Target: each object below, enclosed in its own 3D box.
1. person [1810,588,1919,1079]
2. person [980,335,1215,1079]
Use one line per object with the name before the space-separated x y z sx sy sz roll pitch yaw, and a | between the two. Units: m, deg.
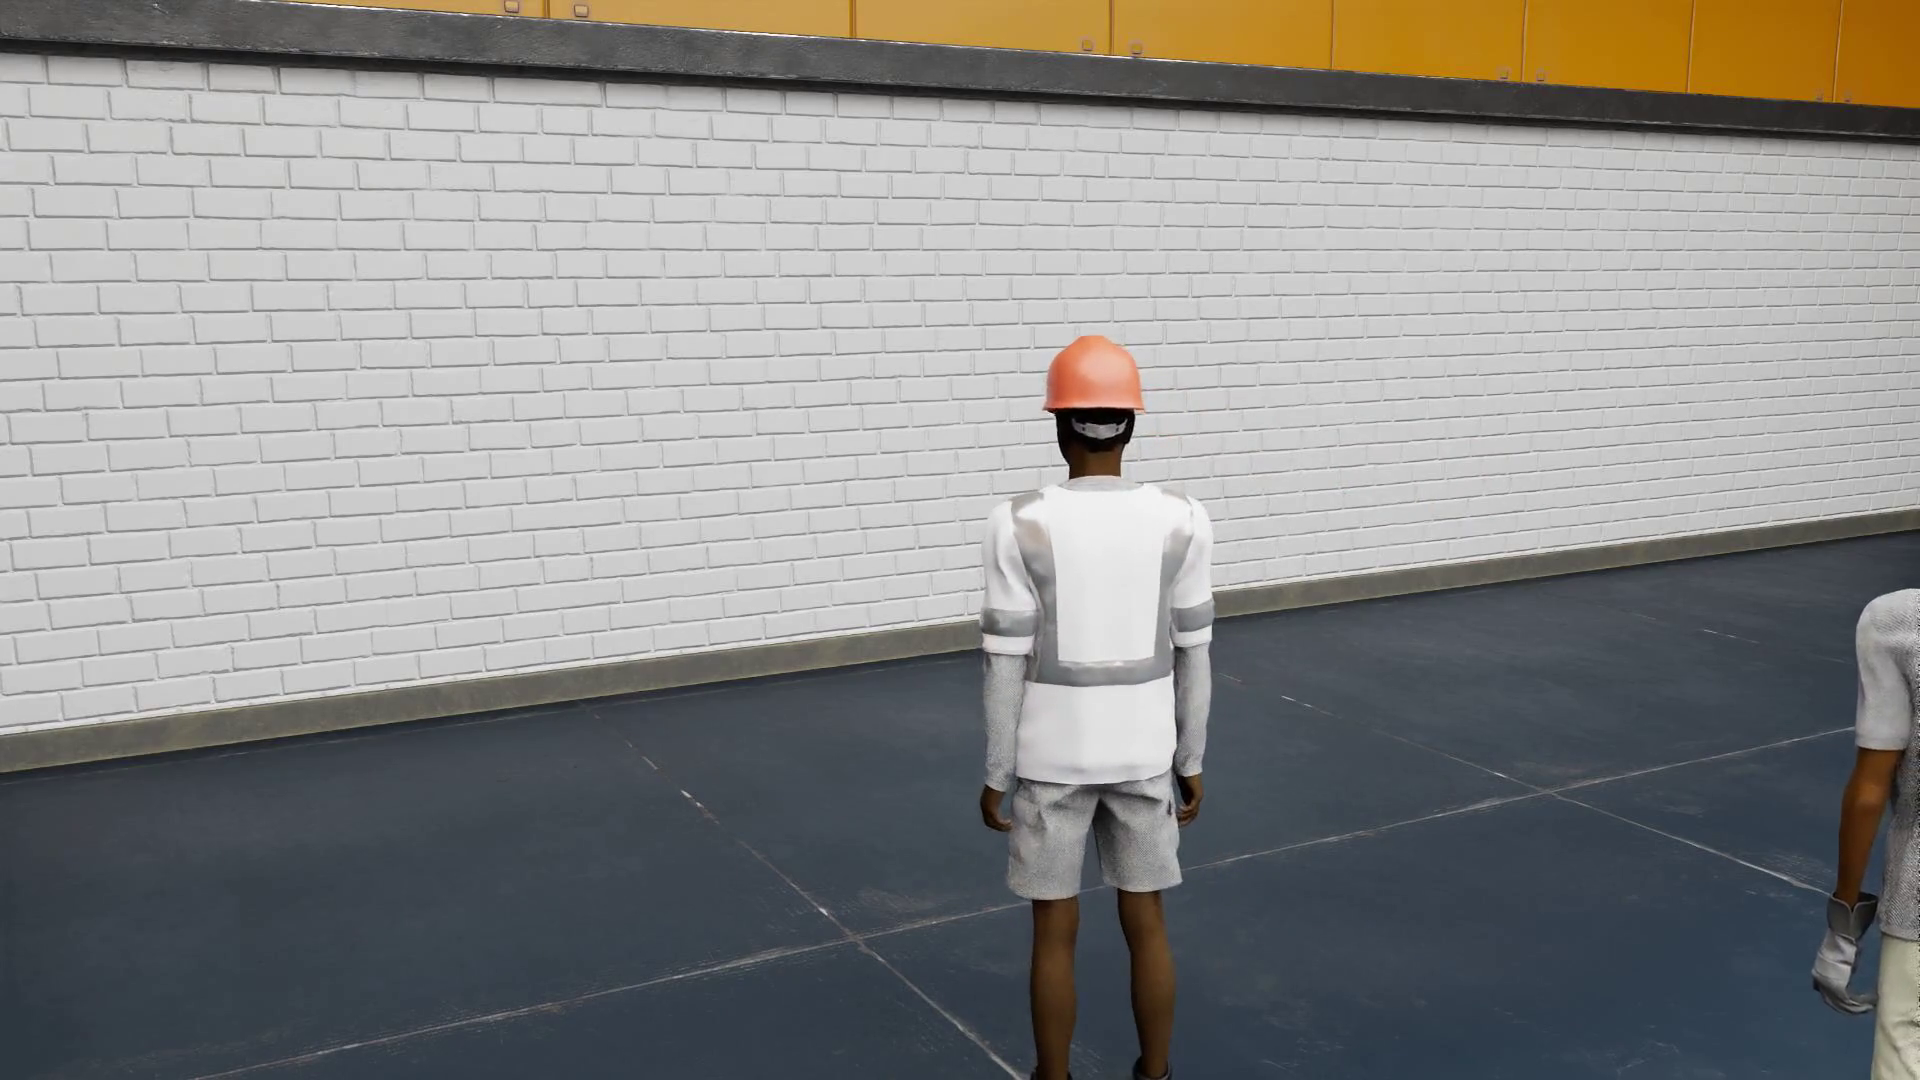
person | 1.798 0.703 2.943 0.515 1.861 0.359 2 10 12
person | 0.308 0.492 3.917 0.551 1.932 0.378 -2 10 -10
